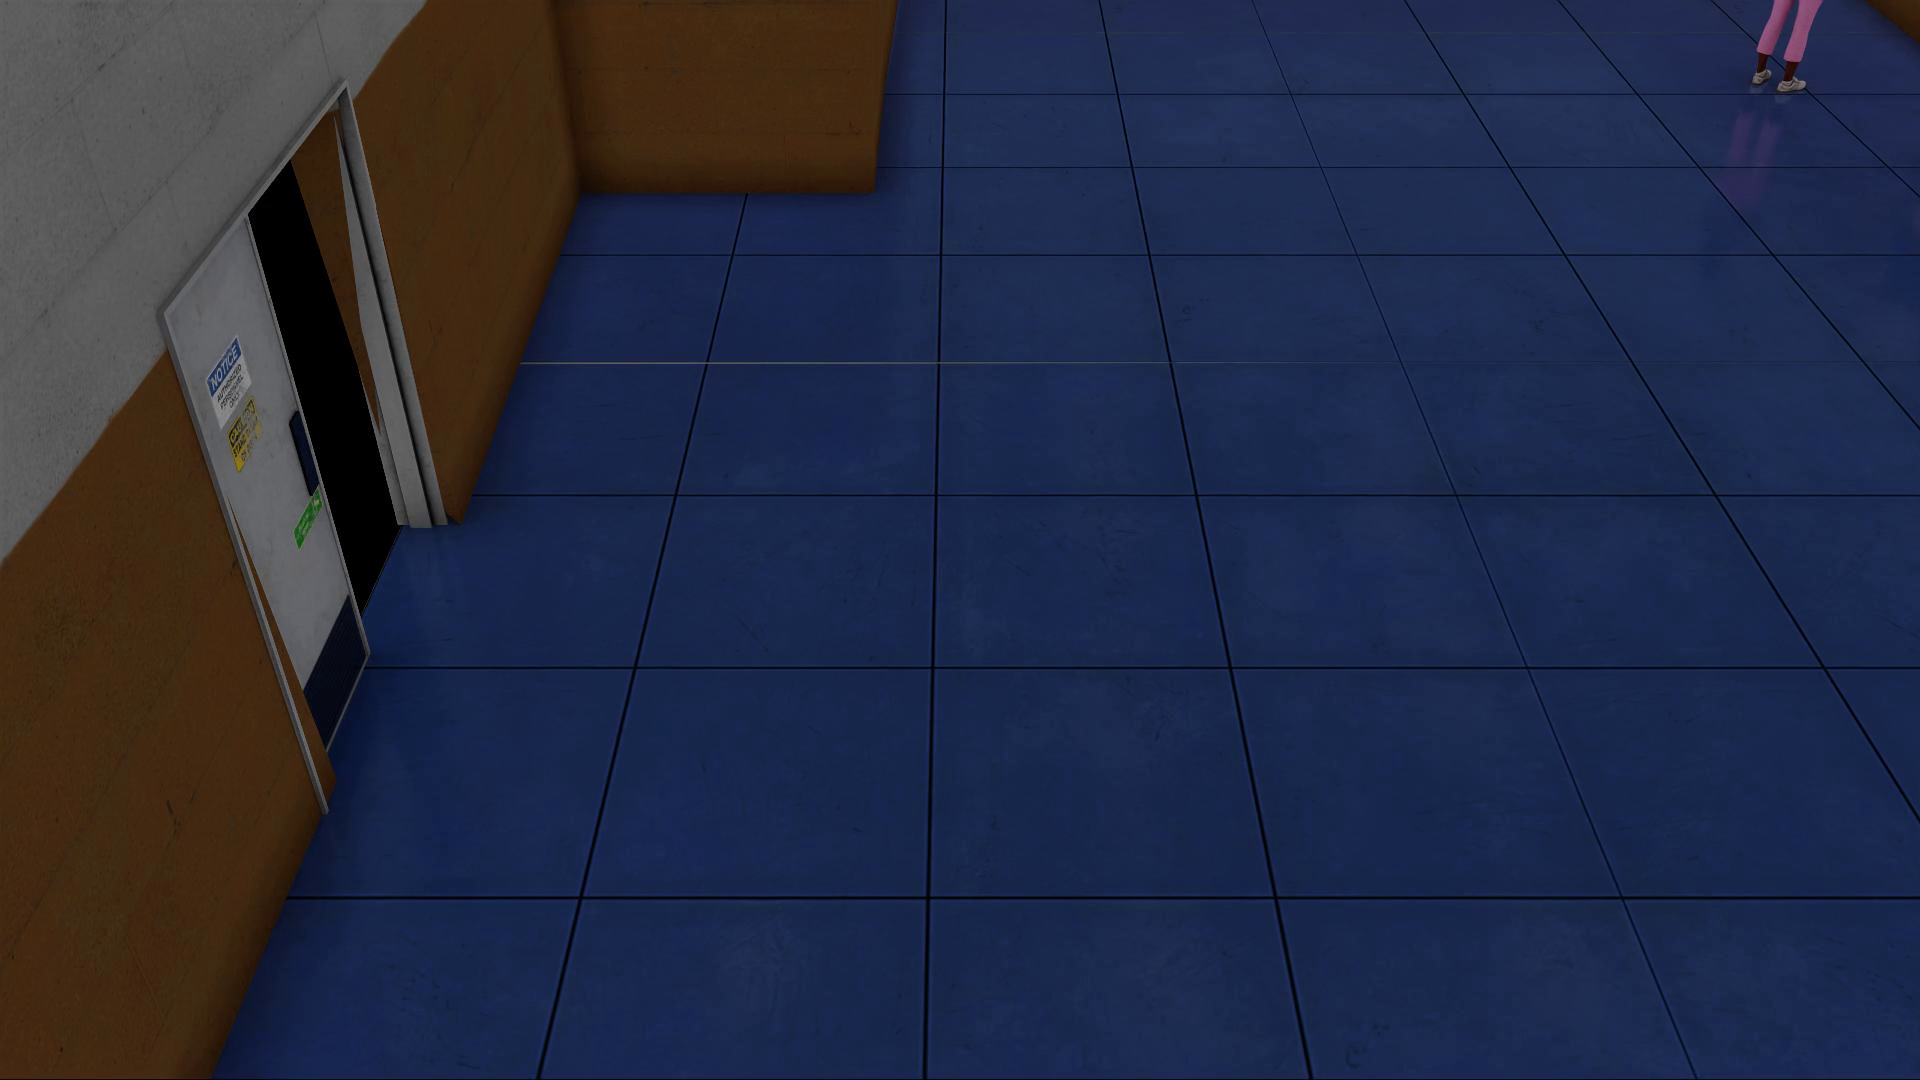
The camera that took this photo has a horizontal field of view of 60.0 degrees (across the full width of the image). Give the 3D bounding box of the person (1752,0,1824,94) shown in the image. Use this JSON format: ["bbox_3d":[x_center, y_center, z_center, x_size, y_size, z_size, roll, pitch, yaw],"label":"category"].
[{"bbox_3d":[6.306,-4.231,12.398,0.695,1.740,0.657,-25,44,-30],"label":"person"}]
